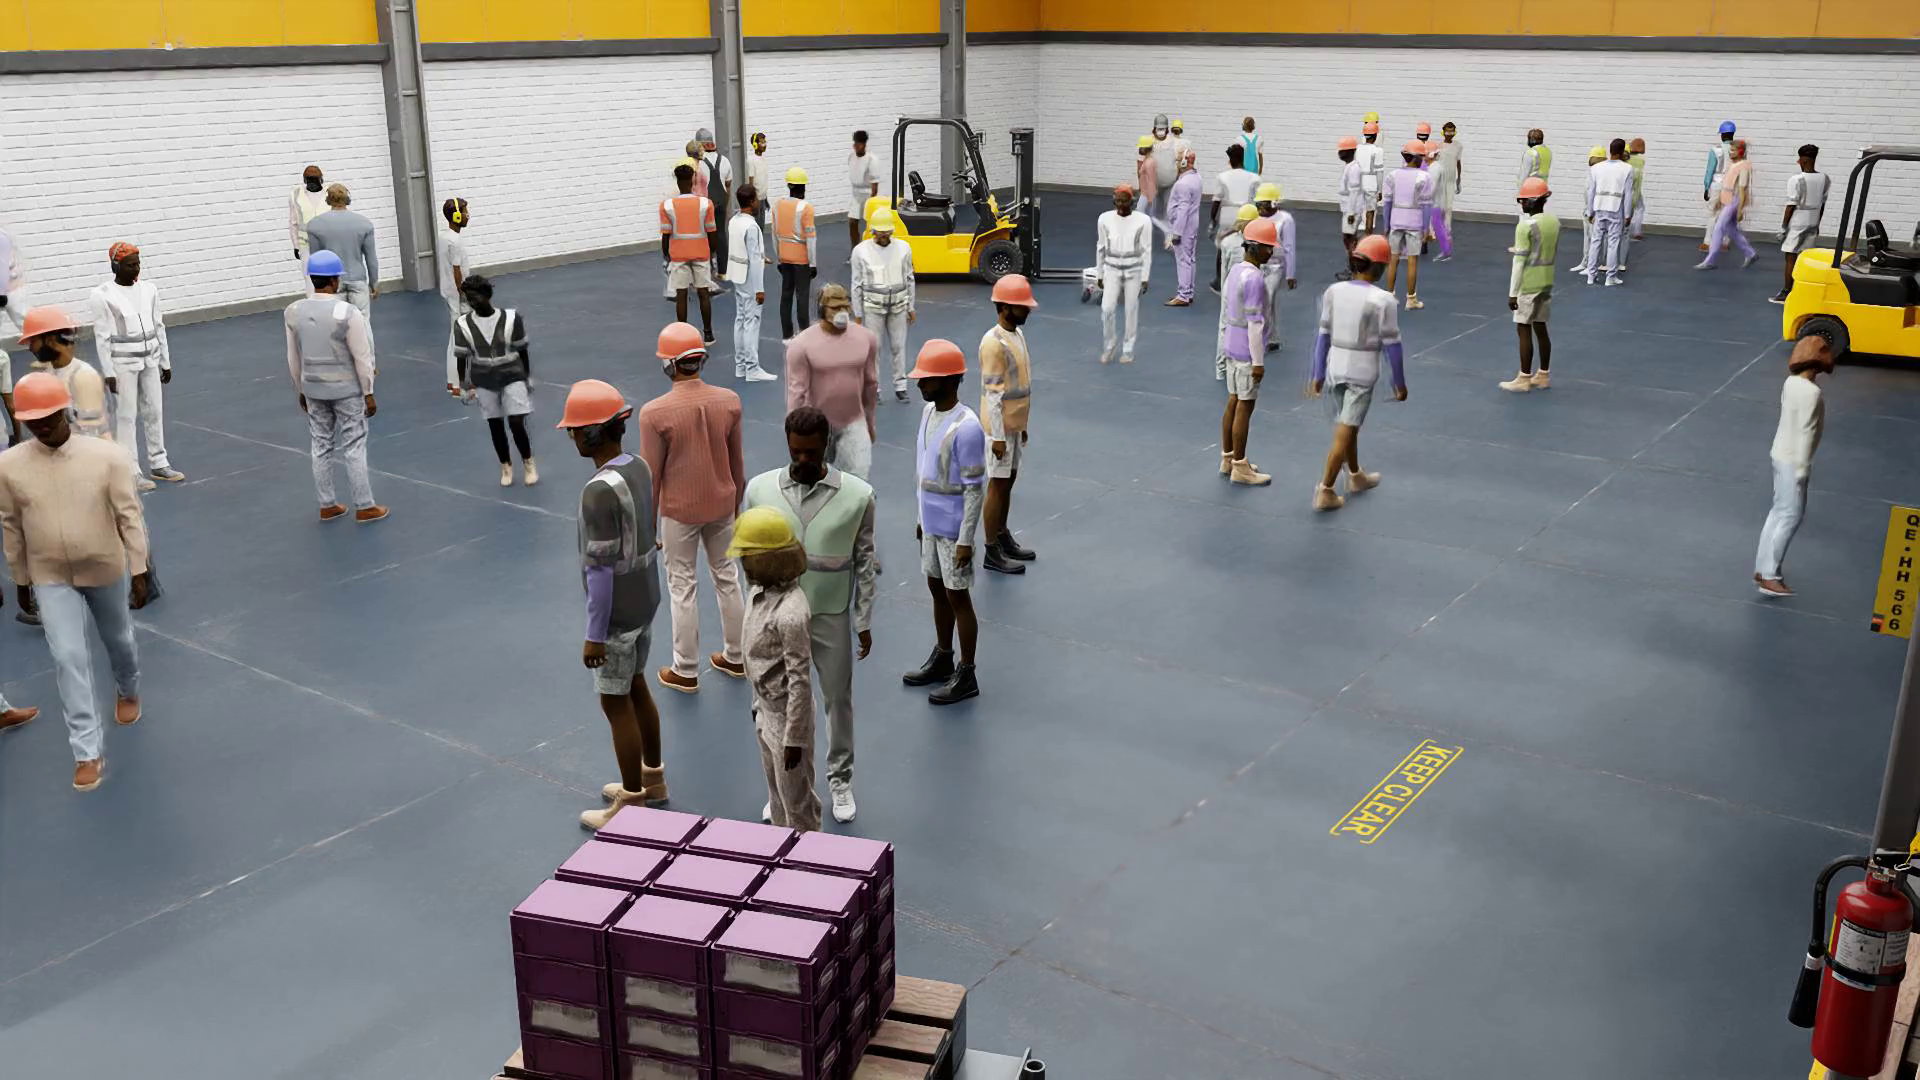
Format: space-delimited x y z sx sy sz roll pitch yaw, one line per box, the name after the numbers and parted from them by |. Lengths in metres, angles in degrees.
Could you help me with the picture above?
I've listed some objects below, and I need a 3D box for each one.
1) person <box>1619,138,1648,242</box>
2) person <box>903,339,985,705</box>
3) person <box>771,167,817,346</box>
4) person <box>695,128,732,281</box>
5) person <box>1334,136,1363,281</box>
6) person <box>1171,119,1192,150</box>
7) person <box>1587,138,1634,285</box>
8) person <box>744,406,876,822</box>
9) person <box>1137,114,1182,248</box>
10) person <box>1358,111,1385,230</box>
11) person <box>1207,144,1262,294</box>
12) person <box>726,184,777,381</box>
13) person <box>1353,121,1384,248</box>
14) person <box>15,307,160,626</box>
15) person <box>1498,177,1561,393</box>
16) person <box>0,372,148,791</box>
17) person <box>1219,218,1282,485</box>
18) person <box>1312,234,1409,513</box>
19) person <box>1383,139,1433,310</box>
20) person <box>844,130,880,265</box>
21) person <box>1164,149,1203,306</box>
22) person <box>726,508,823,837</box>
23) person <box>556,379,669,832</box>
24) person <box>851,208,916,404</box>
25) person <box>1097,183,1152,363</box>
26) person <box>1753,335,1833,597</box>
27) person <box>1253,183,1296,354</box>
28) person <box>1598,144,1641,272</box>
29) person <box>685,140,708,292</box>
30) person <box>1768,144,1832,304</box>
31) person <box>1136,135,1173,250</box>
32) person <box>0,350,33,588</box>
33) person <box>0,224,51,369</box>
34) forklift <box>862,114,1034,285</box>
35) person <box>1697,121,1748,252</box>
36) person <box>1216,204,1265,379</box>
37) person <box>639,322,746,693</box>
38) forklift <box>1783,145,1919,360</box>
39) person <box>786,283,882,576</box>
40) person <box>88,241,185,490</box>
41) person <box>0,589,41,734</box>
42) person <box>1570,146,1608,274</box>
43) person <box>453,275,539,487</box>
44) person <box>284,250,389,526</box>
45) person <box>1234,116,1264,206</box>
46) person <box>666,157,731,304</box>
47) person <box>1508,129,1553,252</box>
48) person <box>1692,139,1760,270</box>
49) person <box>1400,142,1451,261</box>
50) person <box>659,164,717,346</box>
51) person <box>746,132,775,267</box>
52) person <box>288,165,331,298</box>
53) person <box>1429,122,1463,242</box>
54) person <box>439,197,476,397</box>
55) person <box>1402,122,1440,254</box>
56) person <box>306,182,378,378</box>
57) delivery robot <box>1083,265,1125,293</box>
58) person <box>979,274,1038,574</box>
10.628 -5.490 26.127 0.658 1.609 0.505 -7 19 -20 | person
-0.092 -0.093 8.714 0.357 1.936 0.551 -9 20 -26 | person
-1.764 -3.043 17.957 0.589 1.928 0.386 14 22 36 | person
-3.406 -4.472 22.244 0.689 2.000 0.539 -16 24 -40 | person
5.227 -4.474 22.475 0.457 1.915 0.557 0 18 1 | person
3.641 -6.191 28.065 0.525 1.769 0.308 2 18 8 | person
8.605 -4.344 22.050 0.589 1.914 0.392 16 24 42 | person
-0.664 0.331 7.425 0.592 1.917 0.392 1 18 2 | person
3.038 -5.464 25.346 0.683 2.000 0.538 0 18 0 | person
6.770 -6.109 27.548 0.363 1.928 0.587 14 22 37 | person
3.487 -4.016 21.032 0.725 1.895 0.985 0 18 1 | person
-2.082 -2.525 16.352 0.387 1.919 0.594 -9 20 -26 | person
6.119 -5.297 24.985 0.351 1.942 0.545 -16 24 -42 | person
-5.268 -0.428 9.858 0.544 1.867 0.890 9 20 26 | person
5.438 -2.428 15.889 0.621 2.030 0.452 -13 22 -36 | person
-4.262 0.118 8.055 0.617 1.948 1.015 -8 19 -23 | person
2.232 -1.443 12.782 0.392 2.035 0.605 -2 18 -6 | person
2.969 -1.209 12.103 0.954 2.000 0.620 -12 21 -33 | person
5.442 -3.825 20.224 0.608 2.040 0.394 15 23 38 | person
-1.374 -4.860 23.675 0.629 1.901 0.819 14 22 36 | person
2.746 -3.842 20.490 0.410 1.909 0.642 7 19 20 | person
-0.730 0.705 6.550 0.321 1.734 0.485 -7 19 -20 | person
-1.535 0.295 7.362 0.409 2.029 0.611 2 18 5 | person
-0.702 -2.158 15.367 0.606 1.818 0.403 -6 19 -17 | person
1.676 -2.721 17.066 0.585 1.858 0.562 5 18 14 | person
5.237 -0.466 10.424 0.294 1.611 0.617 4 18 11 | person
3.153 -2.815 17.438 0.771 1.802 0.621 -10 20 -29 | person
9.155 -4.620 23.167 0.525 1.759 0.337 1 18 2 | person
-3.398 -4.185 21.512 0.367 1.940 0.634 -5 18 -16 | person
10.413 -3.904 20.600 0.602 1.959 0.368 -6 19 -18 | person
2.863 -5.178 24.930 0.718 1.736 0.517 3 18 11 | person
-6.108 -0.576 10.355 0.509 1.862 0.327 -12 21 -33 | person
-9.584 -2.545 16.635 0.634 1.801 0.893 11 21 30 | person
-0.171 -4.594 22.377 2.313 2.155 1.214 1 18 3 | forklift
11.475 -5.308 25.029 0.606 1.939 0.418 -2 18 -6 | person
2.766 -2.416 16.311 0.480 1.733 0.344 14 22 37 | person
-1.431 -0.175 8.903 0.611 1.985 0.415 -14 22 -37 | person
9.803 -2.879 17.013 2.313 2.155 1.214 12 21 33 | forklift
-0.800 -0.722 10.765 0.650 1.882 1.044 -8 19 -23 | person
-6.277 -1.328 12.682 0.360 1.879 0.582 8 20 25 | person
-4.963 0.166 7.951 0.610 1.918 0.870 10 20 29 | person
8.728 -4.551 22.970 0.299 1.745 0.483 0 18 -1 | person
-3.526 -1.194 12.596 0.545 1.658 0.441 -2 18 -7 | person
-4.404 -1.064 11.739 0.615 1.943 0.409 4 18 12 | person
4.763 -6.076 27.579 0.517 1.842 0.325 -3 18 -9 | person
-3.282 -3.831 20.640 0.908 1.786 0.613 -6 19 -17 | person
8.582 -5.236 24.980 0.631 1.832 0.429 -14 23 -37 | person
10.849 -4.683 23.271 0.881 1.817 0.566 3 18 10 | person
6.787 -4.908 24.155 0.886 1.700 0.562 -1 18 -3 | person
-2.925 -3.066 17.978 0.603 1.959 0.374 -4 18 -12 | person
-2.855 -4.854 23.713 0.327 1.874 0.518 5 18 15 | person
-7.393 -3.395 19.209 0.619 1.838 0.430 -6 19 -17 | person
7.629 -5.620 26.133 0.505 1.864 0.331 -1 18 -2 | person
-4.744 -2.288 15.720 0.341 1.859 0.510 -8 19 -23 | person
6.852 -5.253 24.854 0.551 1.935 0.375 3 18 8 | person
-6.042 -2.536 16.379 0.624 1.932 0.372 -7 19 -20 | person
1.876 -3.313 20.855 0.707 0.478 0.477 -14 23 -40 | delivery robot
0.310 -0.749 10.790 0.401 1.938 0.551 5 19 16 | person
